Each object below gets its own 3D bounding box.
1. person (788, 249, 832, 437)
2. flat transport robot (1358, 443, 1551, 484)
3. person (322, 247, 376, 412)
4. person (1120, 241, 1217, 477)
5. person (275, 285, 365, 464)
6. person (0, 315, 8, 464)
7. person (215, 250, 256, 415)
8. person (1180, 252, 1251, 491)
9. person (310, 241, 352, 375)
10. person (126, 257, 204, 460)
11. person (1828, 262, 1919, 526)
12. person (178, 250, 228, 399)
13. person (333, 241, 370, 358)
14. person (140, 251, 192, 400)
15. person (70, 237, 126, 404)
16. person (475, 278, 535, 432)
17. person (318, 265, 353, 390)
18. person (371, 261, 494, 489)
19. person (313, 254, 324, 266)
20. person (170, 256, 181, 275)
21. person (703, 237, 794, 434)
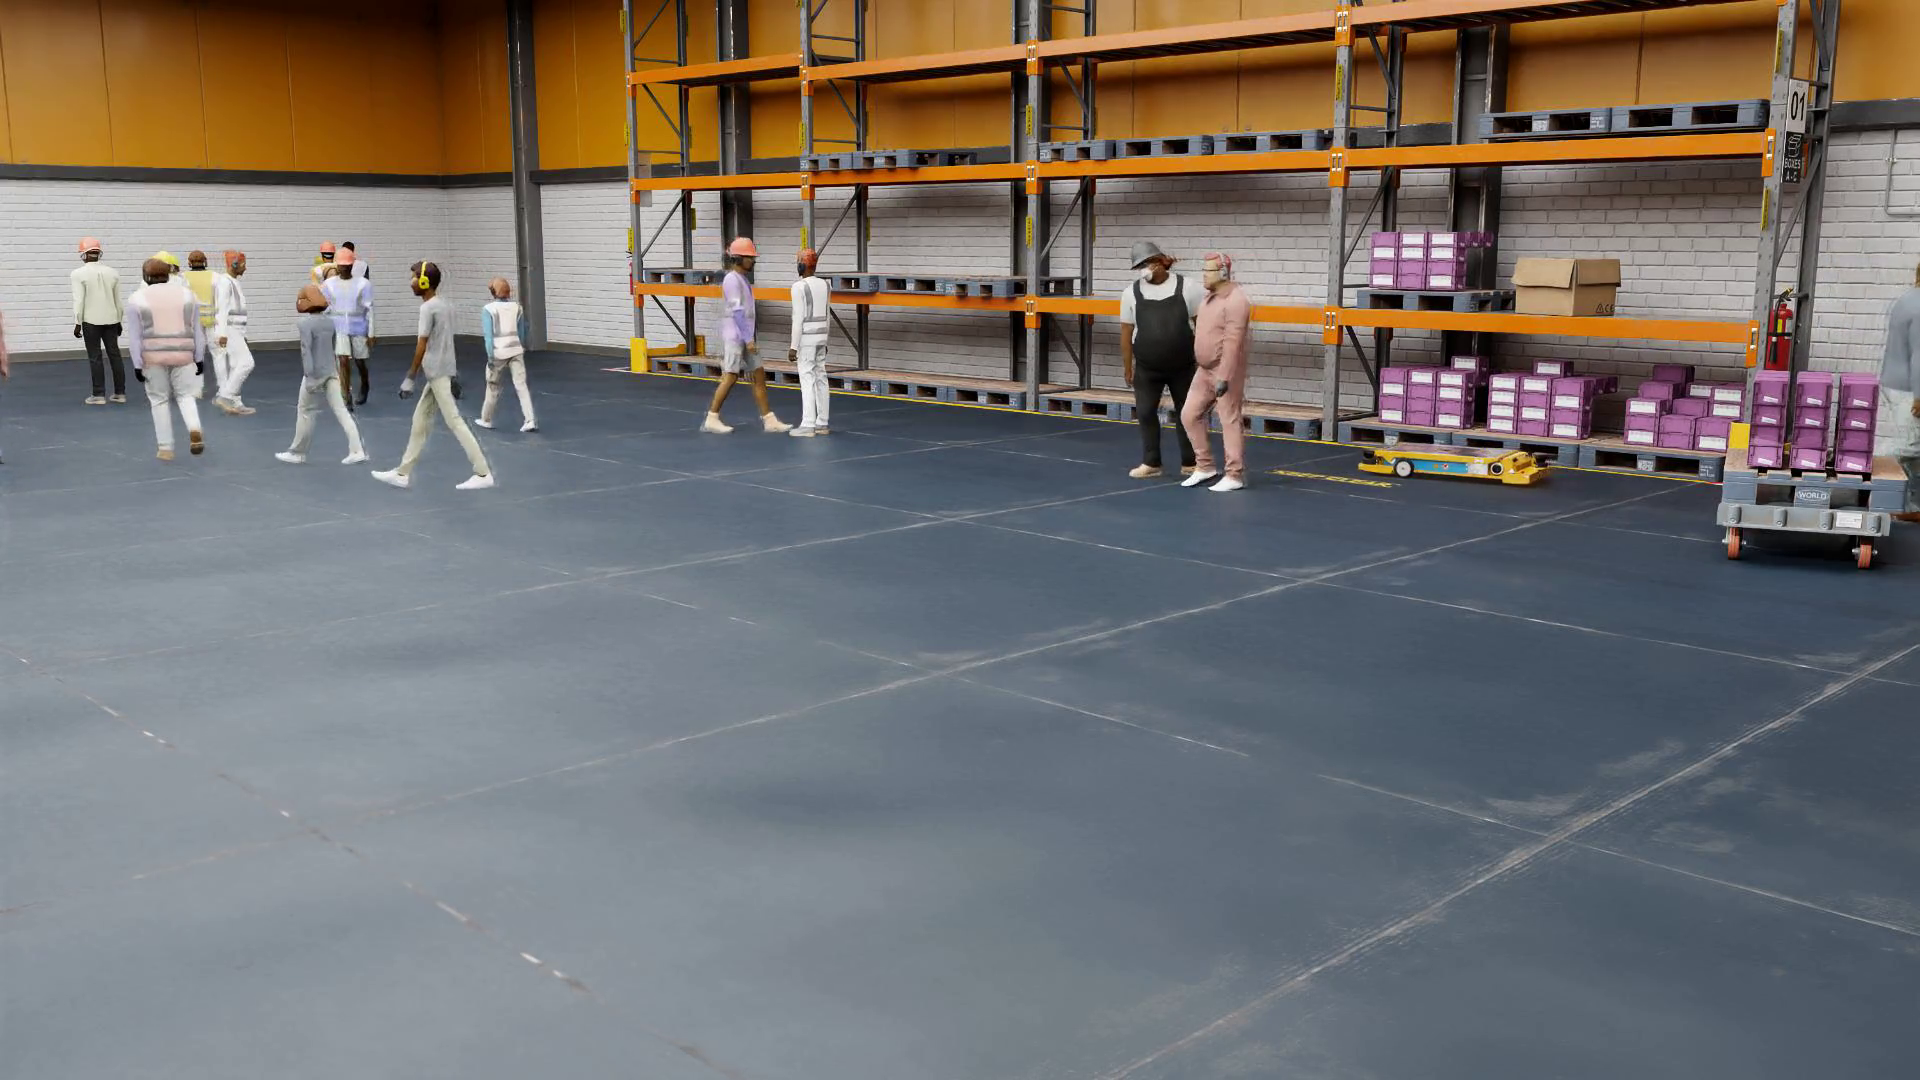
[{"bbox_3d":[-1.522,-1.985,16.801,0.356,1.883,0.572,6,12,31],"label":"person"},{"bbox_3d":[4.145,-0.658,13.960,1.431,0.197,0.652,7,12,33],"label":"flat transport robot"},{"bbox_3d":[-7.095,-2.464,19.391,0.559,1.901,0.861,-2,11,-12],"label":"person"},{"bbox_3d":[1.757,-1.520,13.831,0.860,2.000,0.537,1,10,8],"label":"person"},{"bbox_3d":[-5.670,-1.455,14.714,0.875,1.583,0.520,3,11,17],"label":"person"},{"bbox_3d":[-8.831,-1.544,14.807,0.864,1.725,0.541,6,12,31],"label":"person"},{"bbox_3d":[-8.172,-2.334,18.765,0.411,1.859,0.630,-3,11,-14],"label":"person"},{"bbox_3d":[2.005,-1.310,13.127,0.589,1.887,0.653,-4,11,-21],"label":"person"},{"bbox_3d":[-9.104,-3.349,24.090,0.551,1.935,0.375,-6,12,-32],"label":"person"},{"bbox_3d":[-7.099,-1.612,14.903,0.630,1.828,0.572,-8,13,-37],"label":"person"},{"bbox_3d":[6.497,-1.035,11.562,0.703,1.905,0.686,3,11,17],"label":"person"},{"bbox_3d":[-9.409,-2.676,20.698,0.619,1.838,0.430,-4,11,-23],"label":"person"},{"bbox_3d":[-10.034,-3.958,27.464,0.596,1.915,0.372,-5,12,-26],"label":"person"},{"bbox_3d":[-9.695,-2.616,20.377,0.600,1.829,0.404,-7,13,-34],"label":"person"},{"bbox_3d":[-10.390,-2.634,20.032,0.395,1.993,0.614,6,12,30],"label":"person"},{"bbox_3d":[-4.708,-1.912,17.201,0.896,1.583,0.533,9,14,40],"label":"person"},{"bbox_3d":[-8.168,-2.763,21.717,0.519,1.639,0.309,-10,14,-44],"label":"person"},{"bbox_3d":[-4.210,-1.293,13.219,0.991,1.819,0.516,-1,10,-7],"label":"person"},{"bbox_3d":[-11.003,-4.138,29.064,0.331,1.700,0.626,3,11,16],"label":"person"},{"bbox_3d":[-10.979,-3.102,23.293,0.551,1.721,0.868,-3,11,-18],"label":"person"},{"bbox_3d":[-2.206,-2.072,16.958,0.909,2.006,0.613,2,11,10],"label":"person"}]
